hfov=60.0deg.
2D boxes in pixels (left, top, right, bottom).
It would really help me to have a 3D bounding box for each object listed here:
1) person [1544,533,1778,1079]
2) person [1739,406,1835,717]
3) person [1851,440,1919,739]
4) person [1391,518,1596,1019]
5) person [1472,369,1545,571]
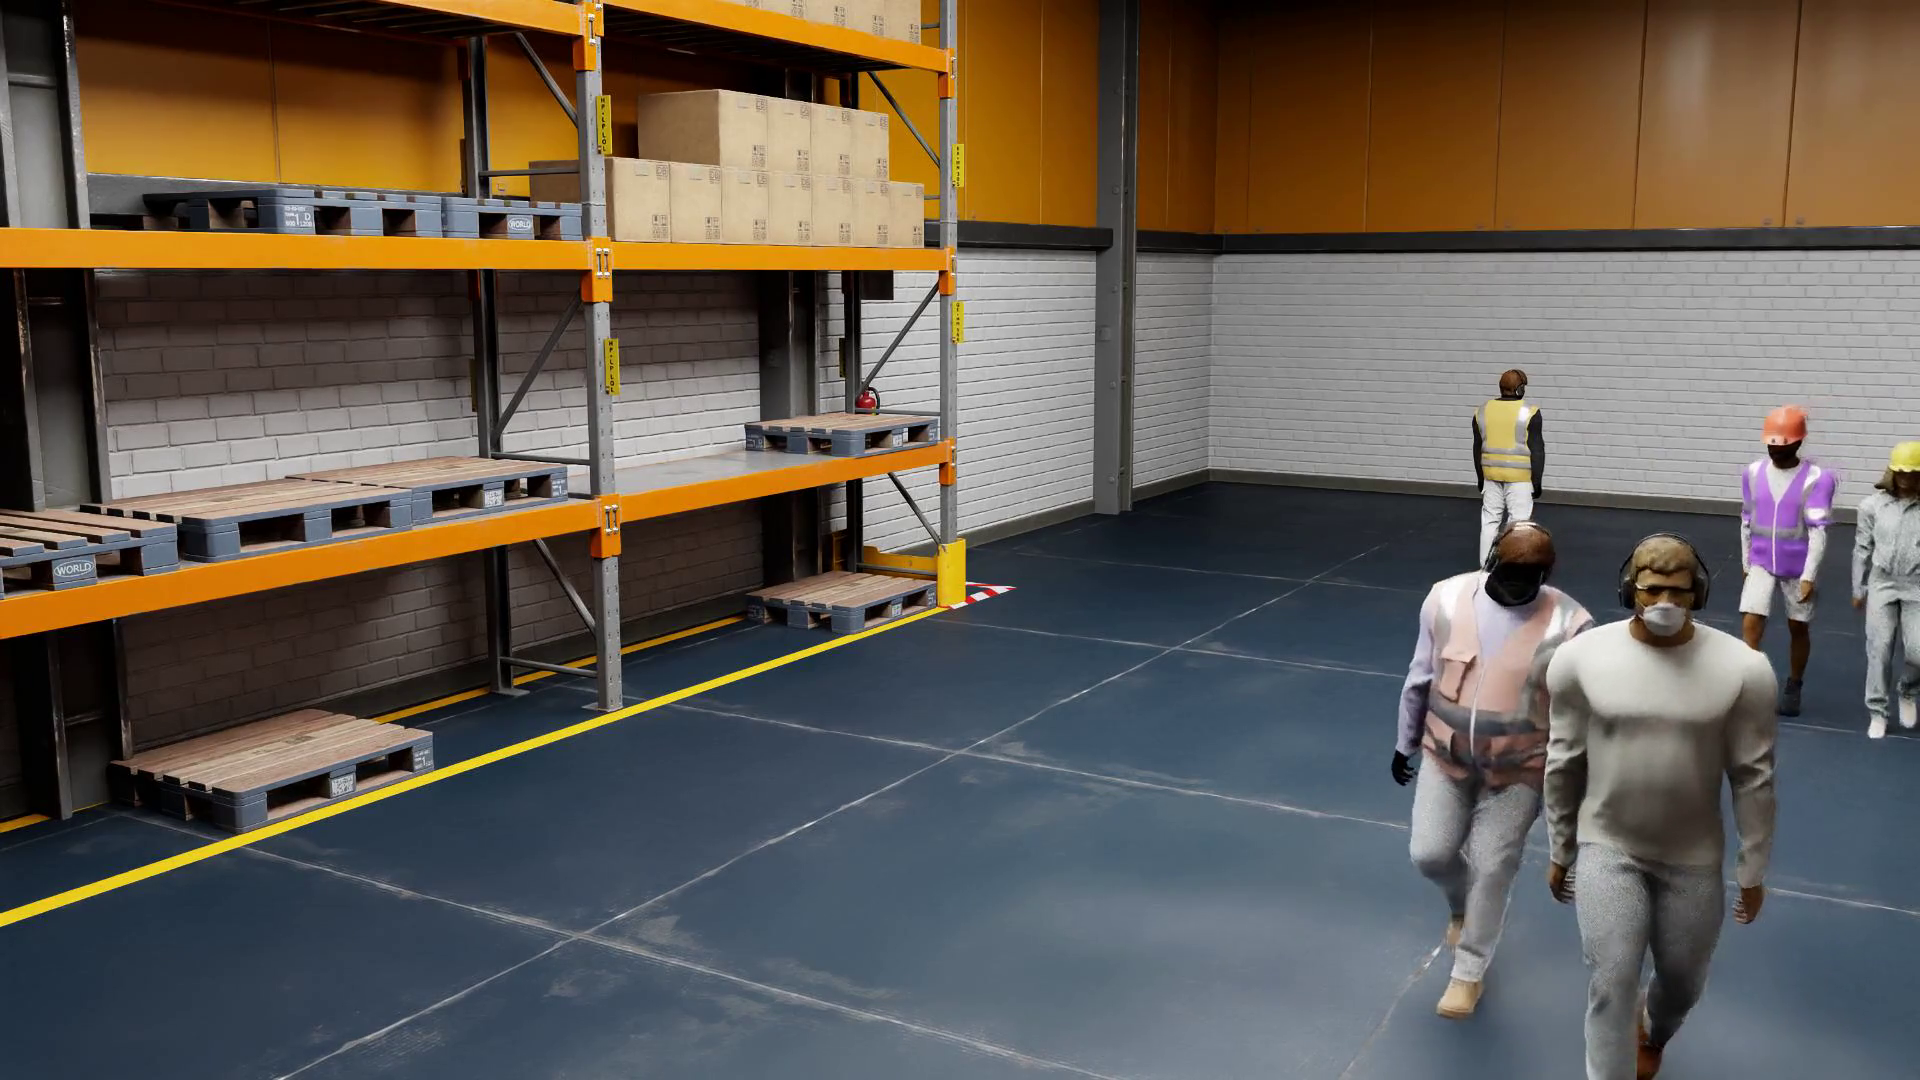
[{"bbox_3d":[2.071,0.907,4.982,0.638,1.915,0.845,3,10,20],"label":"person"},{"bbox_3d":[4.774,0.162,9.709,1.009,1.870,0.558,-8,12,-42],"label":"person"},{"bbox_3d":[5.330,0.289,9.405,0.539,1.720,0.438,5,11,30],"label":"person"},{"bbox_3d":[1.914,0.794,5.982,0.694,1.809,0.559,6,11,35],"label":"person"},{"bbox_3d":[4.663,-0.525,14.120,0.627,1.844,0.429,9,13,44],"label":"person"}]
